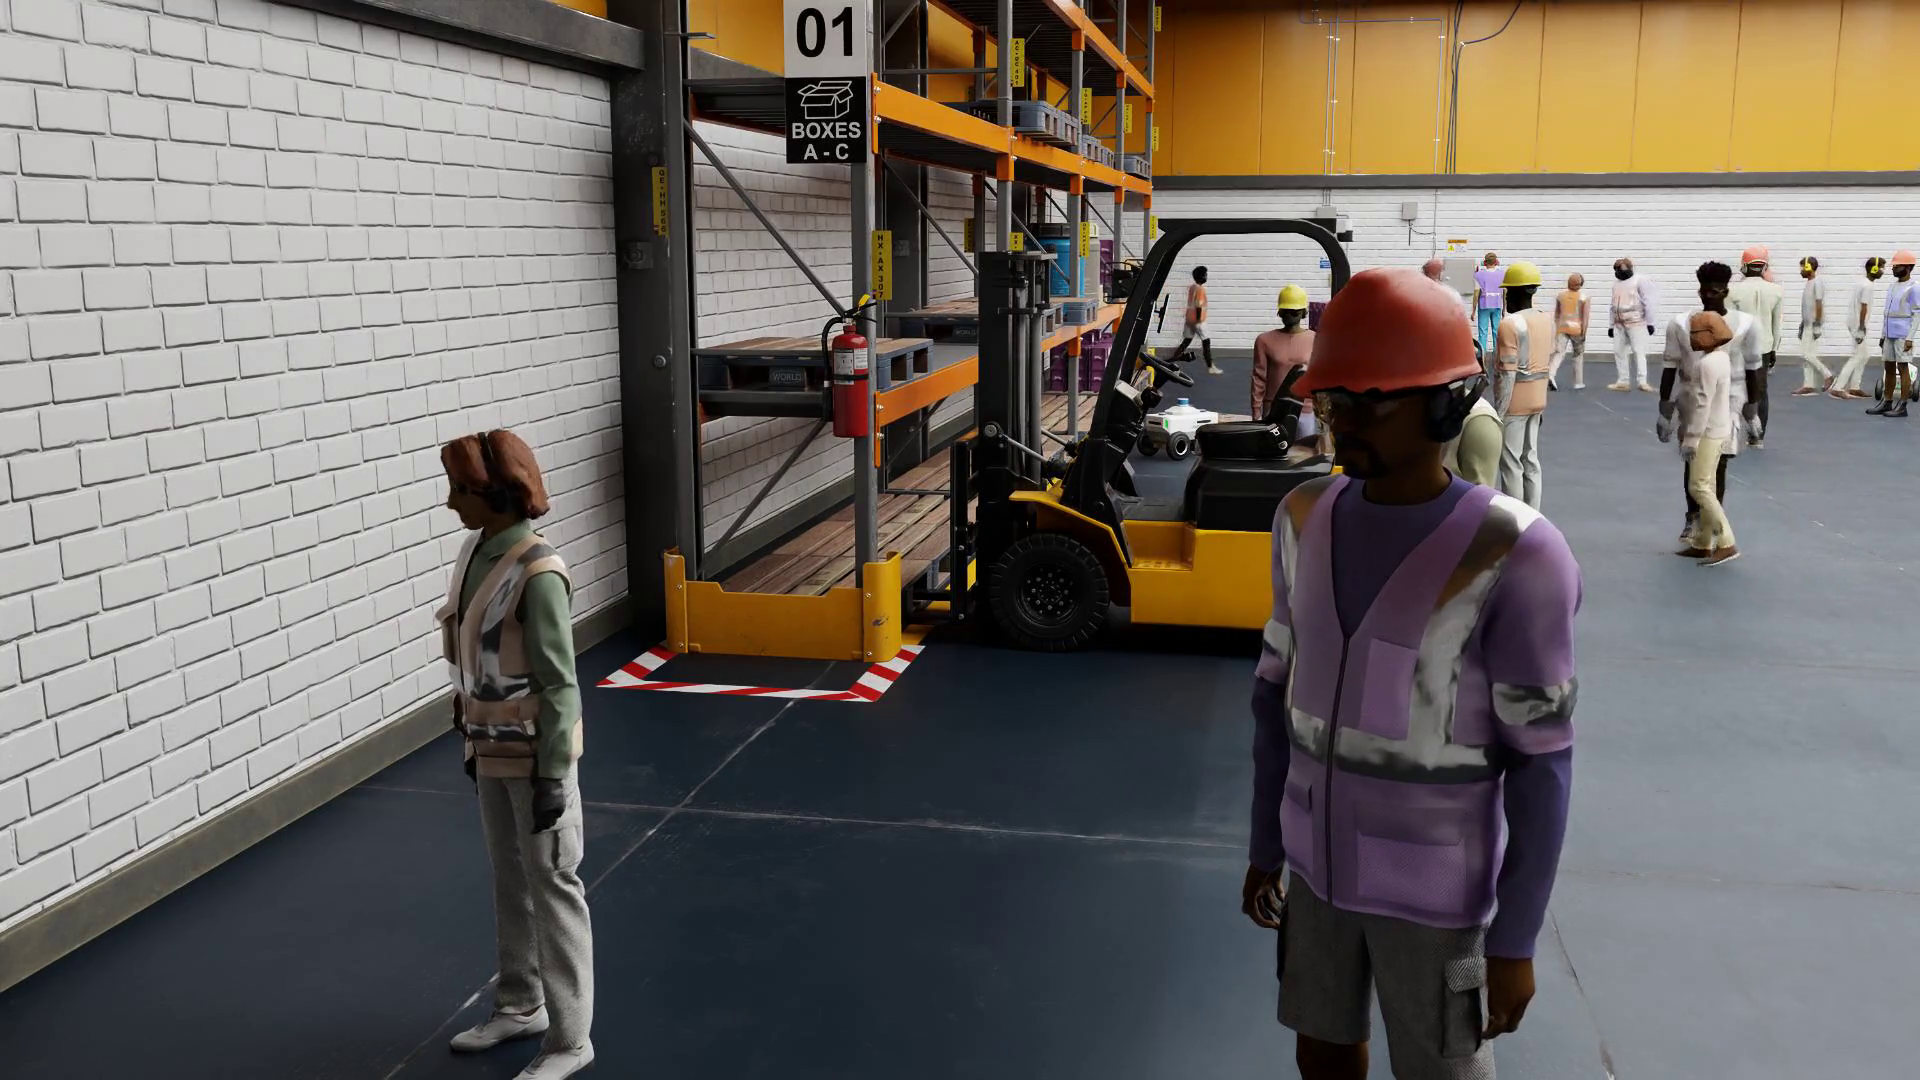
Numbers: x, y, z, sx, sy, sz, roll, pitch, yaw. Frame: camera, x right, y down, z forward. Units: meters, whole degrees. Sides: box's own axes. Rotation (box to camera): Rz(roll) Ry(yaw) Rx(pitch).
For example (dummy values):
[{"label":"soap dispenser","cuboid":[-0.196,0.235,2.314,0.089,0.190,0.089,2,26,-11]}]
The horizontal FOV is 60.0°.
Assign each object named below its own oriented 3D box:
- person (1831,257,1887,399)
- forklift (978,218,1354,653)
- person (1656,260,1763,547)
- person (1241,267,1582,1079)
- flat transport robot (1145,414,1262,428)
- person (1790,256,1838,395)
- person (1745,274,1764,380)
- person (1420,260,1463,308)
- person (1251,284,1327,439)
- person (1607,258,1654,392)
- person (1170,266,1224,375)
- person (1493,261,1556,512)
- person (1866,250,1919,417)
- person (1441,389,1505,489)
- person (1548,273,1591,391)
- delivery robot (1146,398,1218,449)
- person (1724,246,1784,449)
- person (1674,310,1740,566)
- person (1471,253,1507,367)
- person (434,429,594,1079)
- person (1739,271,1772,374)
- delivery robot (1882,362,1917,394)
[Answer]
[{"label":"person","cuboid":[11.653,-2.737,21.532,0.509,1.845,0.552,3,11,18]},{"label":"forklift","cuboid":[1.285,-0.567,8.635,2.313,2.155,1.214,2,11,11]},{"label":"person","cuboid":[5.026,-0.890,11.159,0.656,1.954,0.663,8,13,36]},{"label":"person","cuboid":[0.707,0.566,2.840,0.389,2.039,0.616,-8,13,-36]},{"label":"flat transport robot","cuboid":[2.699,-1.177,17.254,1.431,0.197,0.652,8,13,39]},{"label":"person","cuboid":[11.297,-2.825,21.991,0.460,1.830,0.581,2,11,11]},{"label":"person","cuboid":[11.659,-3.139,24.384,0.532,1.594,0.861,2,11,10]},{"label":"person","cuboid":[4.845,-1.964,17.240,0.659,1.844,1.001,1,10,5]},{"label":"person","cuboid":[2.287,-0.885,11.557,0.530,1.765,0.326,2,10,9]},{"label":"person","cuboid":[9.114,-2.903,22.542,0.433,1.810,0.770,-5,11,-25]},{"label":"person","cuboid":[3.556,-3.327,25.245,0.853,1.659,0.535,-2,11,-12]},{"label":"person","cuboid":[3.748,-0.904,11.211,0.595,1.925,0.371,-9,14,-41]},{"label":"person","cuboid":[10.921,-2.400,19.379,0.362,1.939,0.542,-1,10,-7]},{"label":"person","cuboid":[1.782,0.046,6.306,0.404,1.823,0.591,-4,11,-20]},{"label":"person","cuboid":[8.310,-2.843,22.743,0.516,1.604,0.787,9,14,42]},{"label":"delivery robot","cuboid":[2.116,-1.105,15.820,0.707,0.478,0.477,-7,12,-34]},{"label":"person","cuboid":[7.777,-1.888,16.418,0.609,1.995,0.378,0,10,0]},{"label":"person","cuboid":[4.817,-0.649,10.658,0.364,1.633,0.530,7,12,33]},{"label":"person","cuboid":[8.479,-3.672,26.634,0.563,1.837,0.391,0,10,-1]},{"label":"person","cuboid":[-1.085,0.540,4.091,0.315,1.638,0.515,-8,13,-36]},{"label":"person","cuboid":[11.951,-3.457,25.188,1.042,1.935,0.633,-1,10,-5]},{"label":"delivery robot","cuboid":[12.108,-2.124,21.407,0.477,0.478,0.707,6,12,32]}]
